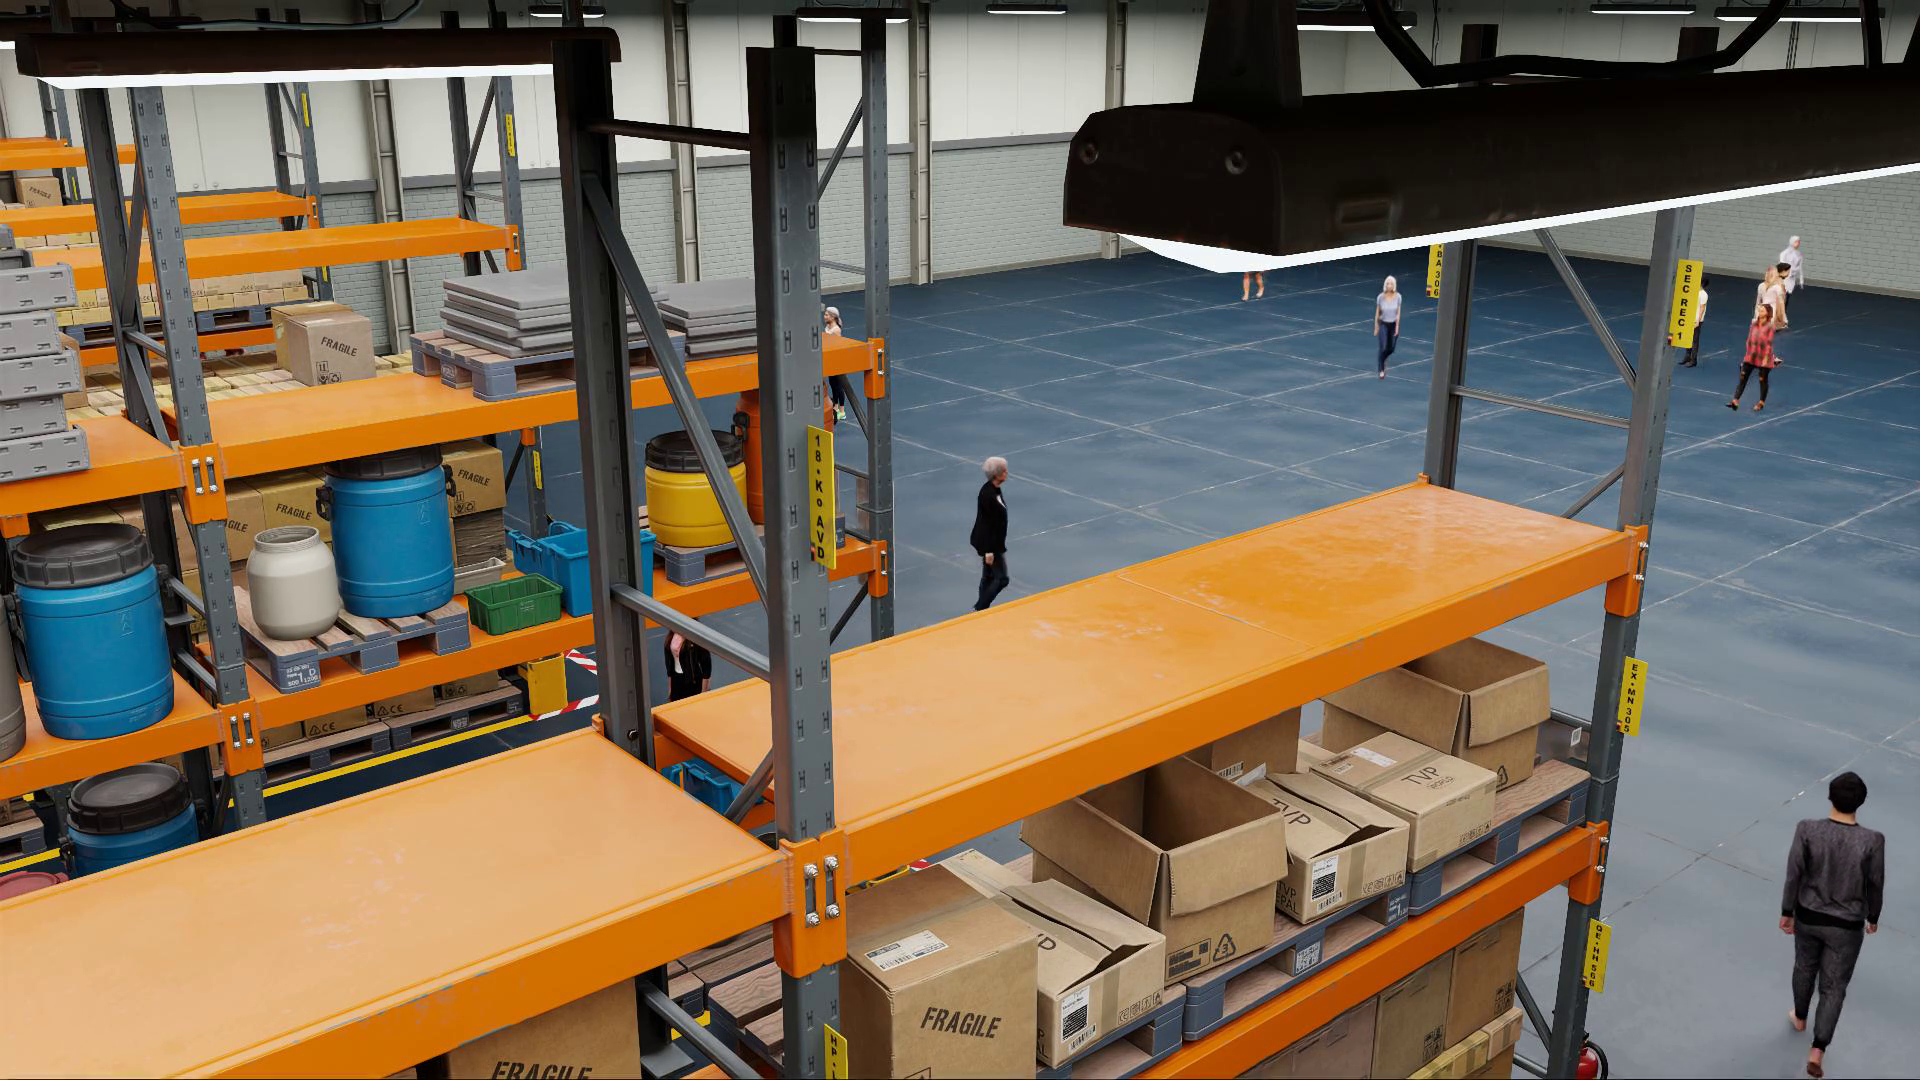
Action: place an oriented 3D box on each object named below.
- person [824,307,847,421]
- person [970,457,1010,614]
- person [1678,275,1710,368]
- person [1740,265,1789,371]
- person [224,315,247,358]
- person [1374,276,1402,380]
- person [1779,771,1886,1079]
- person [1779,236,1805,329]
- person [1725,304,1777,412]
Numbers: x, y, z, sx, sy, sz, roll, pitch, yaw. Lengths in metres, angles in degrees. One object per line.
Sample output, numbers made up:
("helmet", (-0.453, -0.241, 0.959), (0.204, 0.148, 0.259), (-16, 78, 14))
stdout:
("person", (-1.899, -2.684, 25.168), (0.615, 1.701, 0.651), (-9, 20, -25))
("person", (0.192, 0.034, 15.804), (0.846, 1.775, 0.881), (1, 18, 4))
("person", (12.714, -3.797, 28.768), (0.684, 1.588, 0.656), (-1, 18, -2))
("person", (13.570, -3.704, 28.184), (1.220, 1.774, 0.920), (-6, 19, -17))
("person", (-10.917, -2.544, 24.917), (1.142, 1.591, 0.914), (-5, 19, -14))
("person", (7.170, -3.583, 27.935), (0.923, 1.698, 0.990), (2, 18, 7))
("person", (5.124, 2.267, 9.789), (0.901, 1.809, 1.191), (11, 21, 31))
("person", (15.949, -4.999, 32.182), (0.840, 1.761, 0.895), (-3, 18, -9))
("person", (12.297, -2.767, 25.486), (1.094, 1.662, 0.762), (-10, 21, -28))
